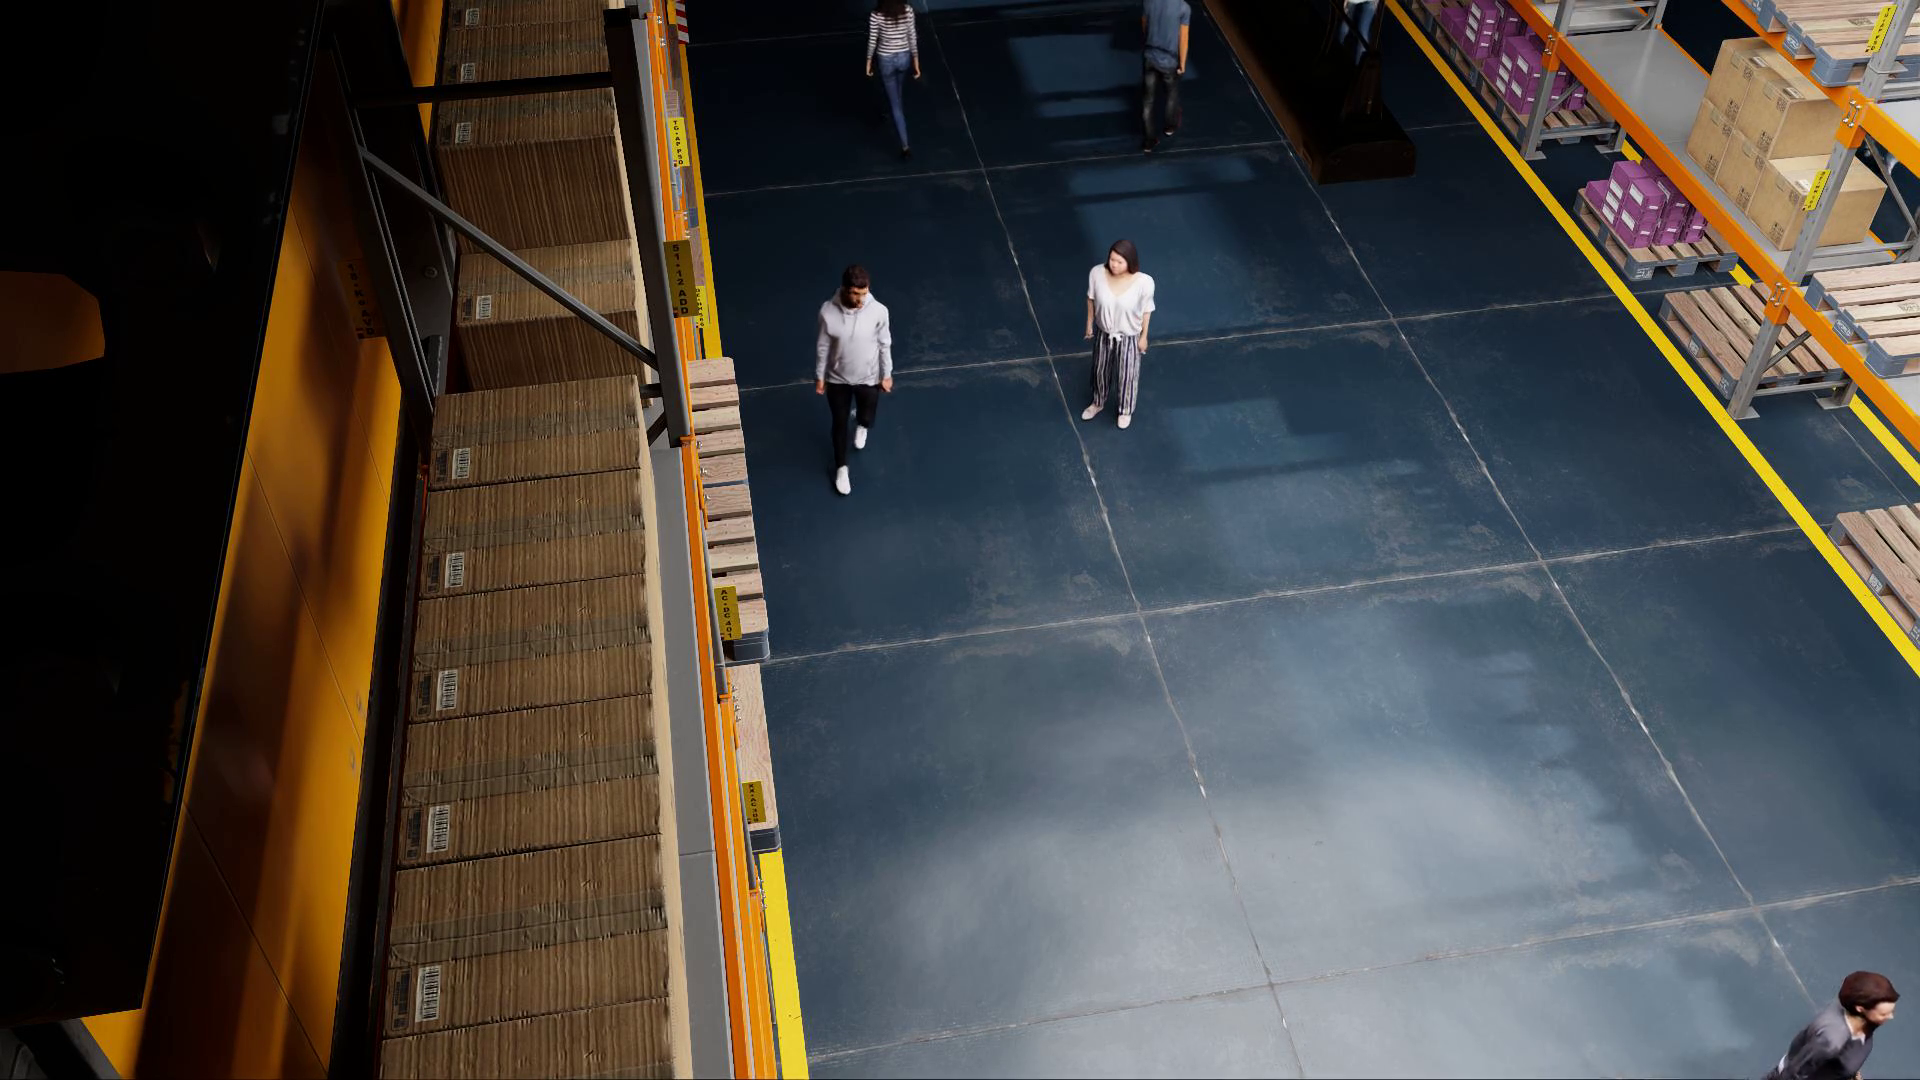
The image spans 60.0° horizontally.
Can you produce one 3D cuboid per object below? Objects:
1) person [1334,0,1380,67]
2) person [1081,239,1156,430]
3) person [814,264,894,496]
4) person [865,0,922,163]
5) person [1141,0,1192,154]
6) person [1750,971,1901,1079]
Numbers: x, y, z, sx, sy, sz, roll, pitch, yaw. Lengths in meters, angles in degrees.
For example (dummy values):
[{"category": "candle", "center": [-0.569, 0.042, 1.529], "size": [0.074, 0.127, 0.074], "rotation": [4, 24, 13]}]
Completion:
[{"category": "person", "center": [4.074, -5.424, 16.748], "size": [0.657, 1.602, 1.094], "rotation": [-4, 44, -4]}, {"category": "person", "center": [1.208, -1.590, 12.667], "size": [0.798, 1.679, 0.823], "rotation": [17, 46, 17]}, {"category": "person", "center": [-0.776, -1.264, 12.160], "size": [0.816, 1.907, 1.014], "rotation": [2, 44, 2]}, {"category": "person", "center": [-0.590, -4.351, 15.512], "size": [0.791, 1.753, 1.145], "rotation": [-16, 46, -16]}, {"category": "person", "center": [1.858, -4.484, 15.633], "size": [0.930, 1.779, 1.046], "rotation": [16, 46, 16]}, {"category": "person", "center": [4.095, 2.611, 8.228], "size": [1.165, 1.721, 1.047], "rotation": [32, 52, 29]}]
